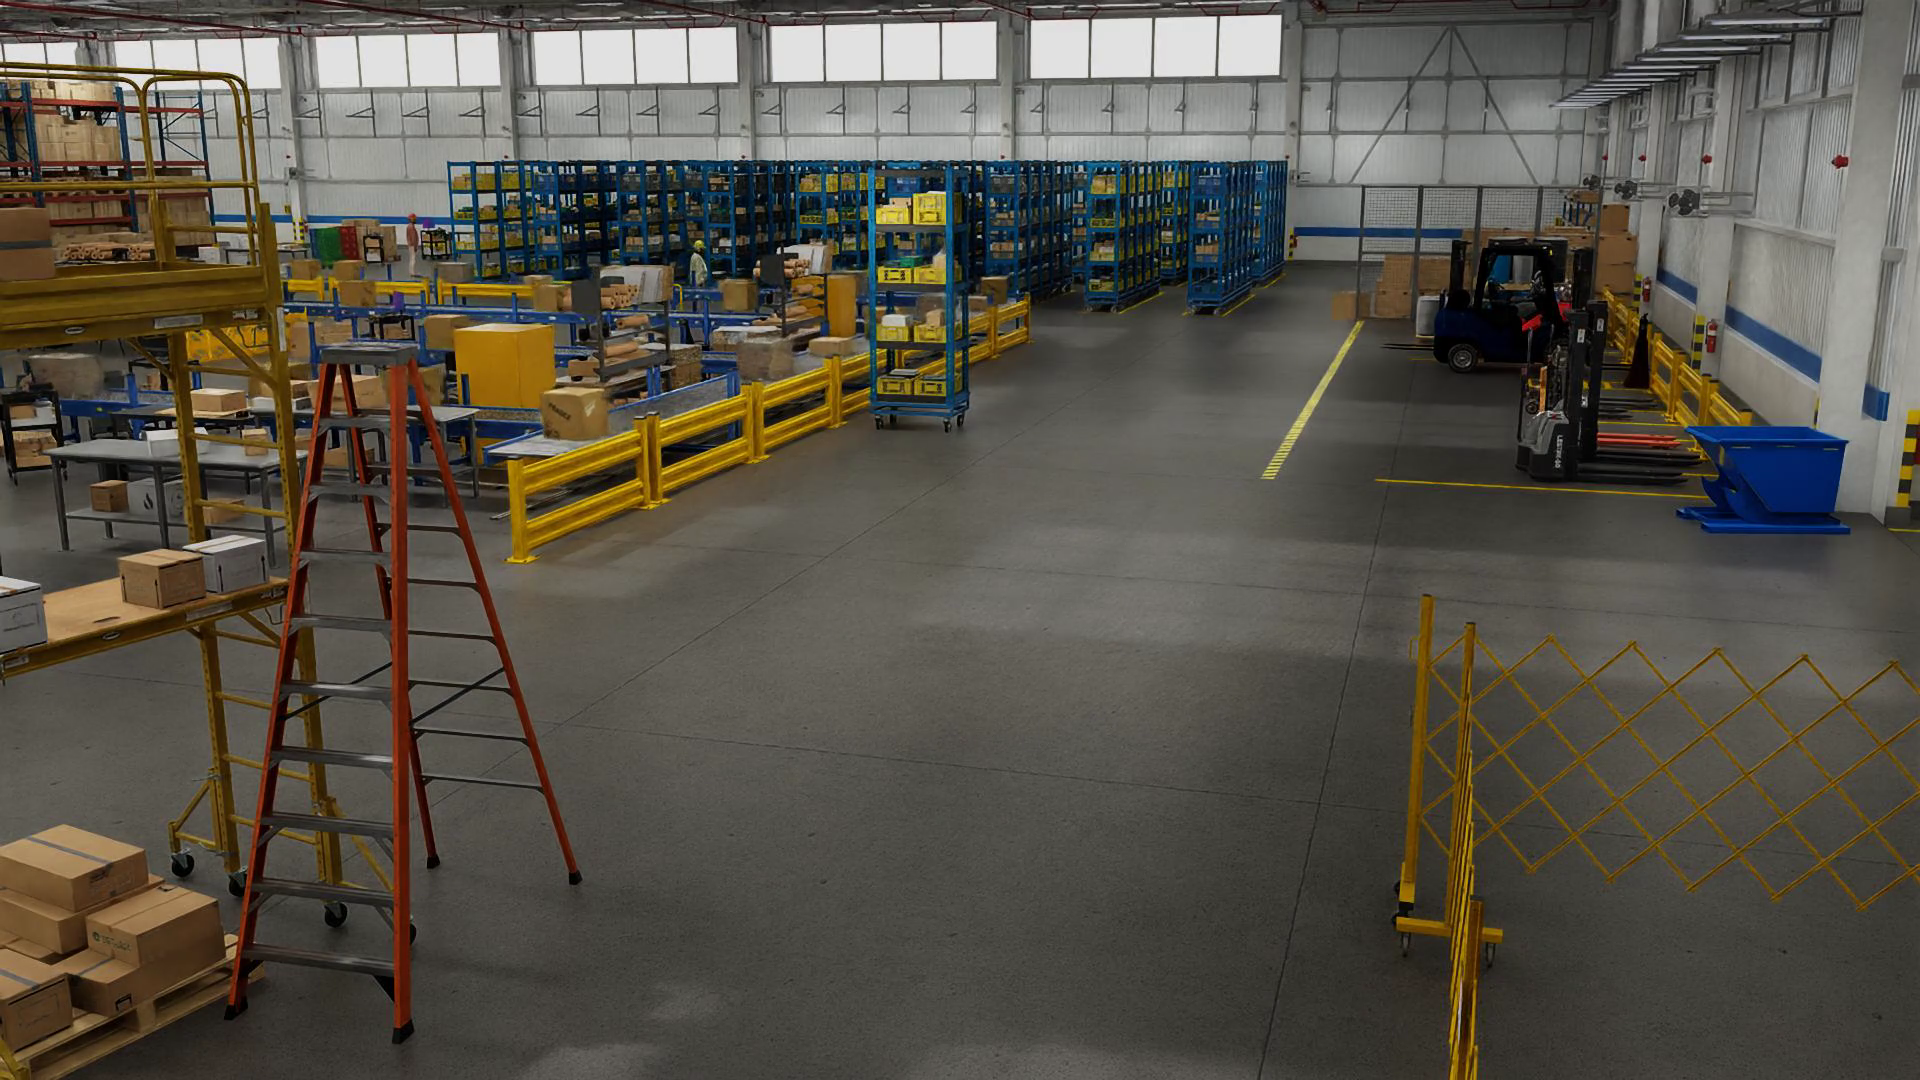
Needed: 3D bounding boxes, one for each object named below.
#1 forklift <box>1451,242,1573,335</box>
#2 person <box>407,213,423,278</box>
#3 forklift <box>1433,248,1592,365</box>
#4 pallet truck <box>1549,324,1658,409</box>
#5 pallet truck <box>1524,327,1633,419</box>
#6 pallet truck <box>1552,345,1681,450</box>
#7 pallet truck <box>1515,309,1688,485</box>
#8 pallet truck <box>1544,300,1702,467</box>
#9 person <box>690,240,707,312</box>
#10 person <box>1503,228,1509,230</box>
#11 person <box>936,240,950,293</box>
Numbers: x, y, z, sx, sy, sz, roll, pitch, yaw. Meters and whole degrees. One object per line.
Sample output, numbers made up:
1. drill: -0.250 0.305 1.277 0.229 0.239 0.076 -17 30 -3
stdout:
1. forklift: 10.464 -4.597 31.405 2.680 1.987 1.157 4 14 16
2. person: -17.007 -9.161 51.778 0.382 1.991 0.623 -7 15 -28
3. forklift: 9.780 -4.111 29.280 2.680 1.987 1.157 3 13 14
4. pallet truck: 9.824 -2.669 25.407 1.601 1.201 0.680 4 14 16
5. pallet truck: 9.065 -2.460 24.370 1.522 1.261 0.704 3 13 14
6. pallet truck: 8.641 -1.896 21.908 1.630 1.274 0.653 4 14 16
7. pallet truck: 7.554 -1.677 19.446 1.885 1.965 0.823 3 13 14
8. pallet truck: 8.263 -1.952 20.631 1.885 1.965 0.823 5 14 20
9. person: -6.088 -6.057 38.757 0.410 1.820 0.608 -2 13 -10
10. person: 14.749 -7.536 45.081 0.571 1.845 0.382 -1 13 -3
11. person: -0.262 -5.911 38.009 0.699 1.889 0.671 5 14 22
